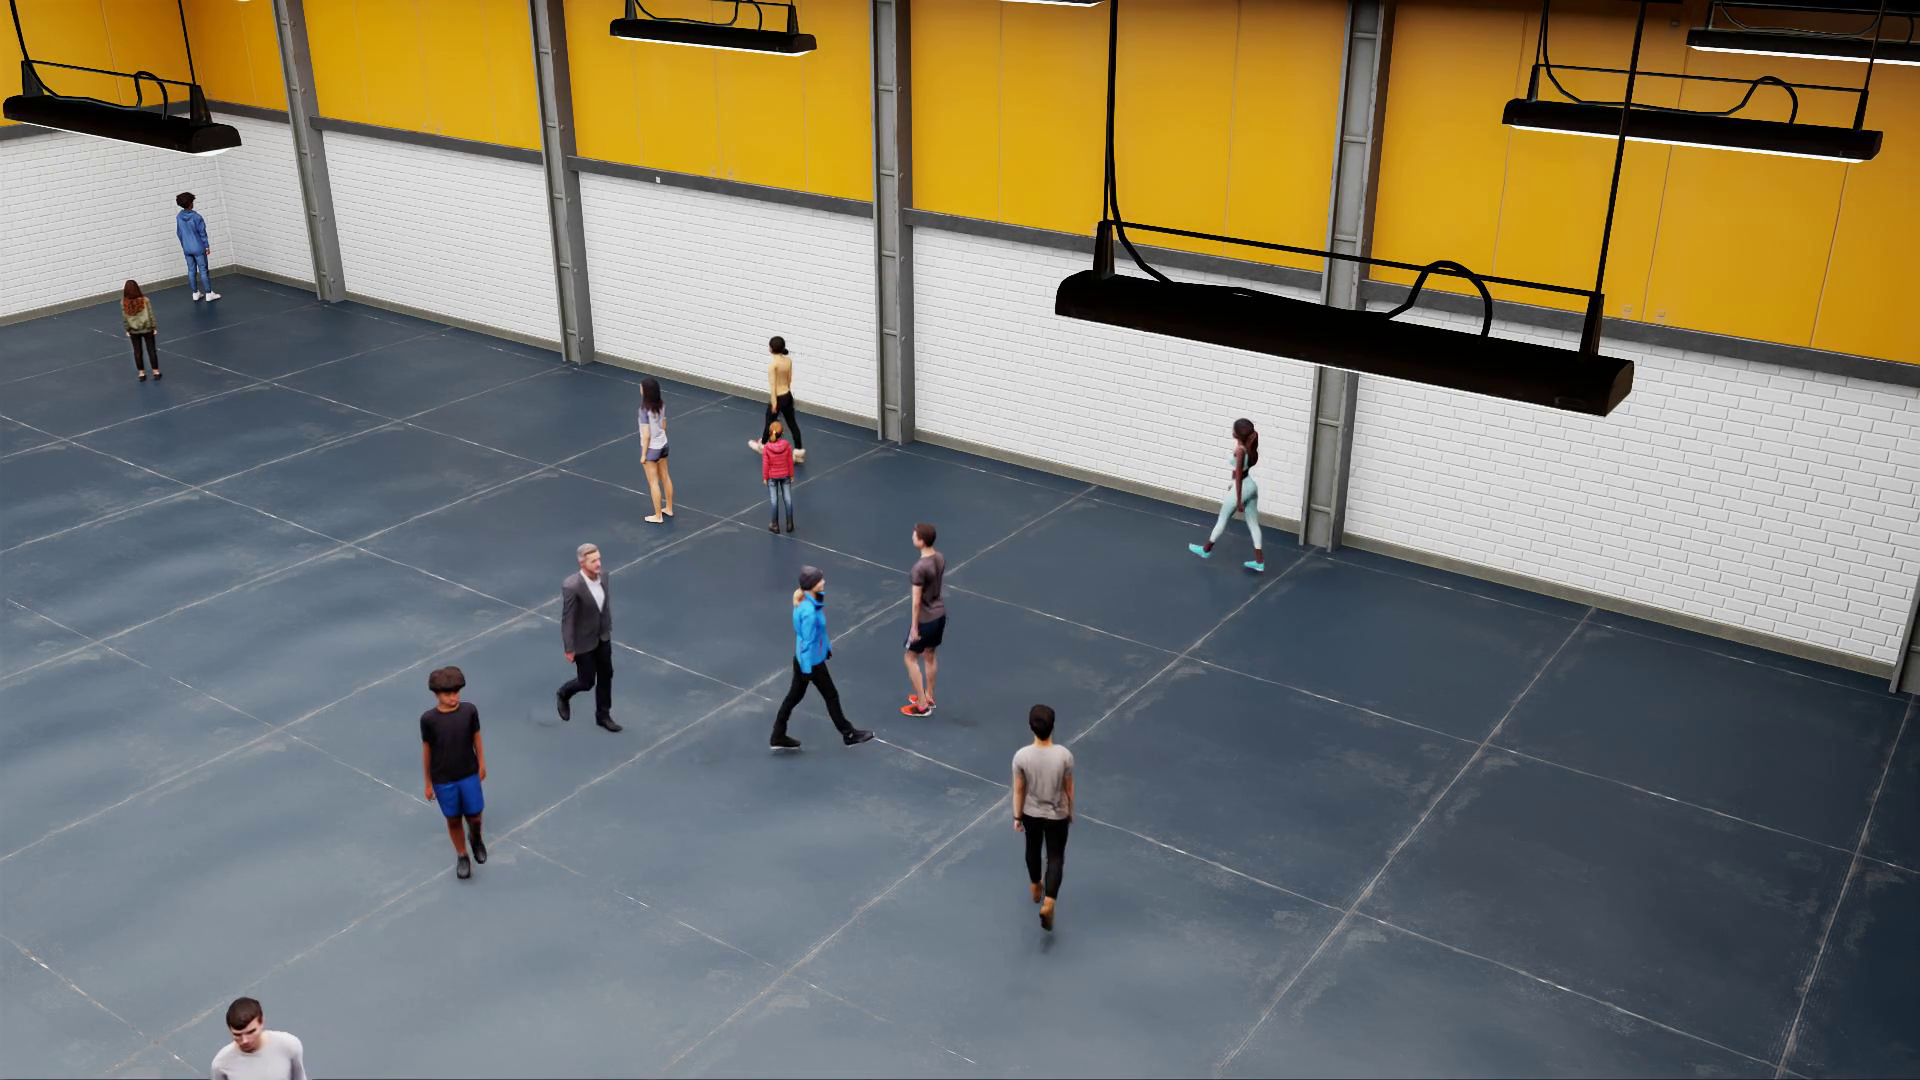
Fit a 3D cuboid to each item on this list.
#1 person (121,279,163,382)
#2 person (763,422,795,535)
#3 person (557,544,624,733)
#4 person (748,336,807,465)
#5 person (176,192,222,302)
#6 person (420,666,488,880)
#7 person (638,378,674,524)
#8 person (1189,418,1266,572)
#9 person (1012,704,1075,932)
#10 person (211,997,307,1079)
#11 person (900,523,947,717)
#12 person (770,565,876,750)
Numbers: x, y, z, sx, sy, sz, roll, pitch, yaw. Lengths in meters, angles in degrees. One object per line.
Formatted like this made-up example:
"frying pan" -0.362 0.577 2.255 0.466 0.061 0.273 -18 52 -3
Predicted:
"person" -11.820 -3.036 24.006 0.647 1.476 0.688 -6 24 -15
"person" -2.057 -0.718 18.902 0.597 1.318 0.644 -7 24 -15
"person" -3.323 0.852 14.683 0.886 1.820 0.776 11 26 24
"person" -2.171 -1.724 20.825 1.055 1.621 0.649 17 29 33
"person" -12.861 -4.935 27.936 0.645 1.808 0.810 5 24 11
"person" -3.865 1.733 12.714 0.760 1.783 0.815 -7 24 -15
"person" -3.511 -1.048 19.137 0.545 1.733 0.610 12 26 25
"person" 3.106 -0.457 17.845 1.077 1.685 0.569 17 29 33
"person" 0.609 2.031 12.139 1.026 1.698 0.915 4 24 10
"person" -3.819 3.241 9.221 1.014 1.817 1.177 -9 25 -19
"person" -0.258 0.717 14.950 0.610 1.853 0.655 15 28 30
"person" -1.373 1.062 14.292 1.207 1.748 1.108 -3 24 -6
